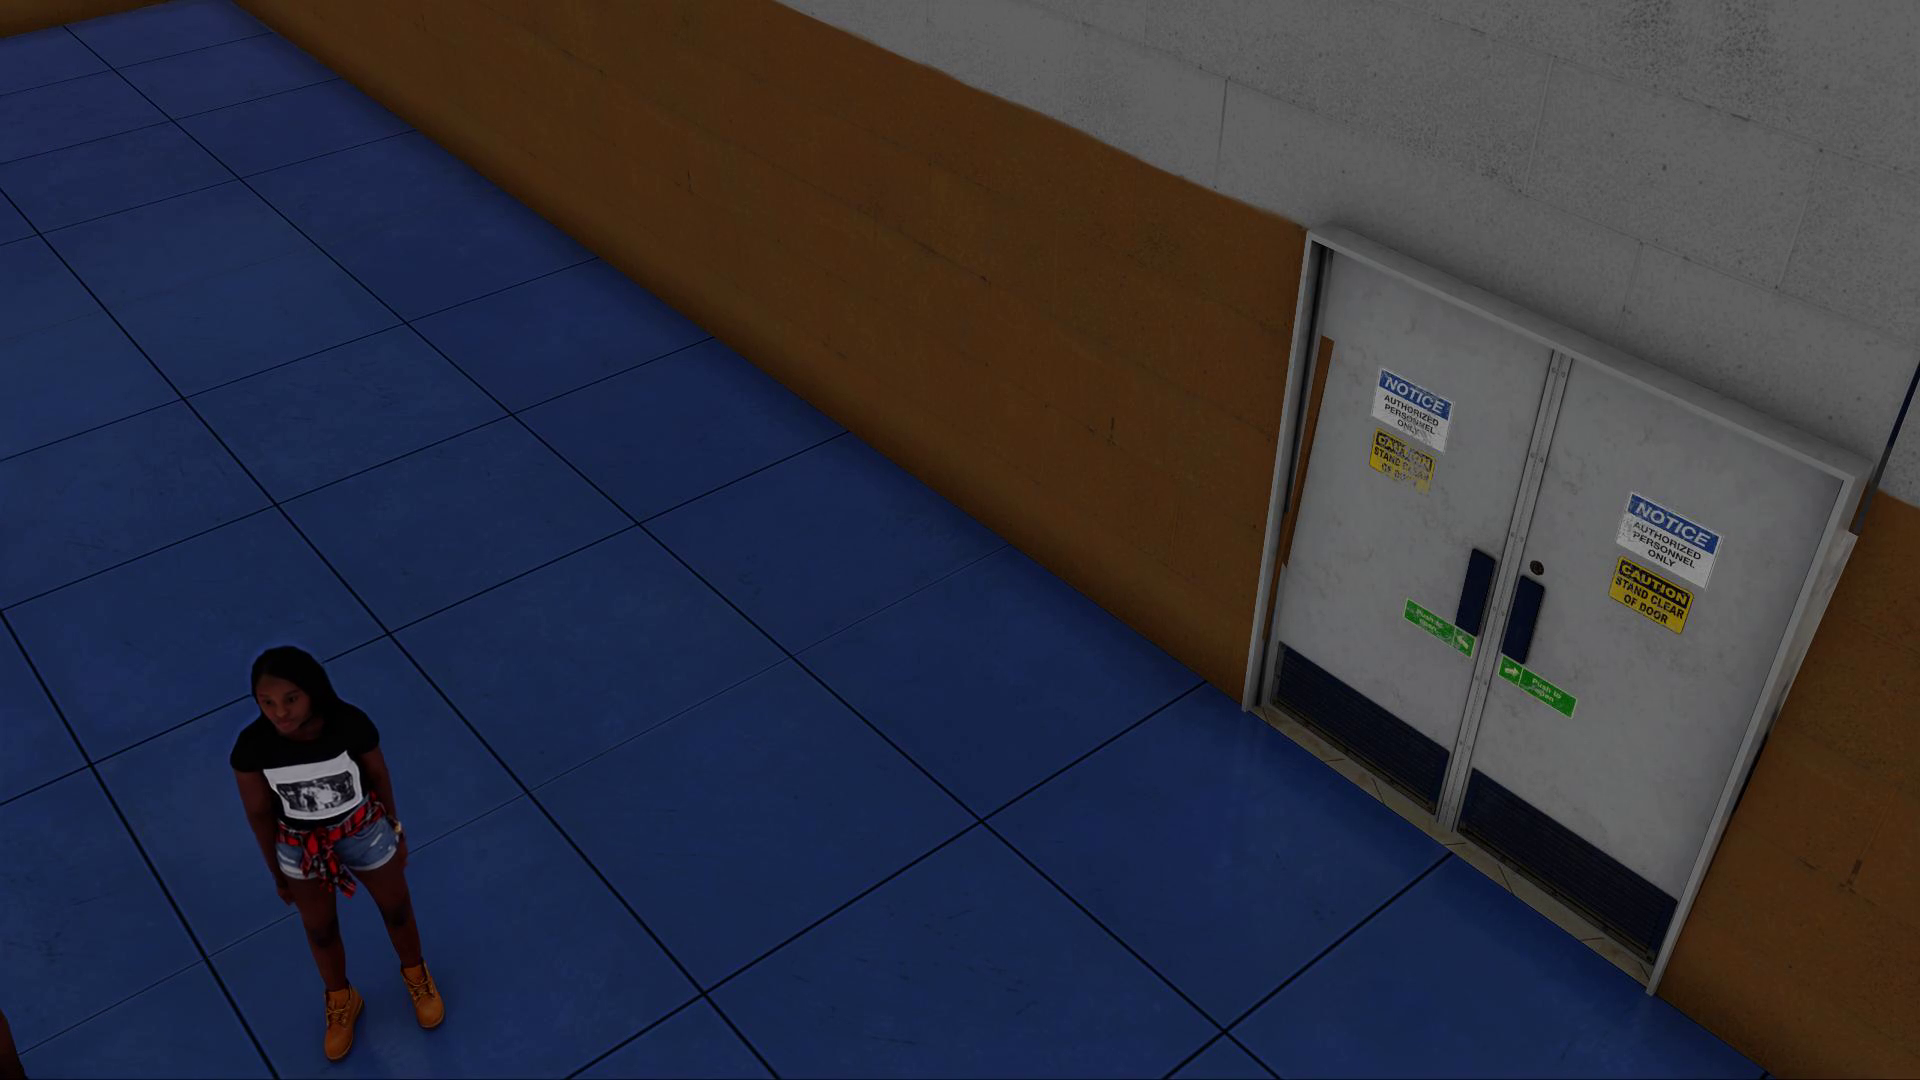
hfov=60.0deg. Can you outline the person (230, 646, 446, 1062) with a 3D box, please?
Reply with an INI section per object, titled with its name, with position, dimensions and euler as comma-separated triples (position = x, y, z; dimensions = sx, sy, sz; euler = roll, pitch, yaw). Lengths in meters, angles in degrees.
[person]
position = -2.045, 1.018, 5.478
dimensions = 0.643, 1.727, 0.753
euler = -13, 39, -17
